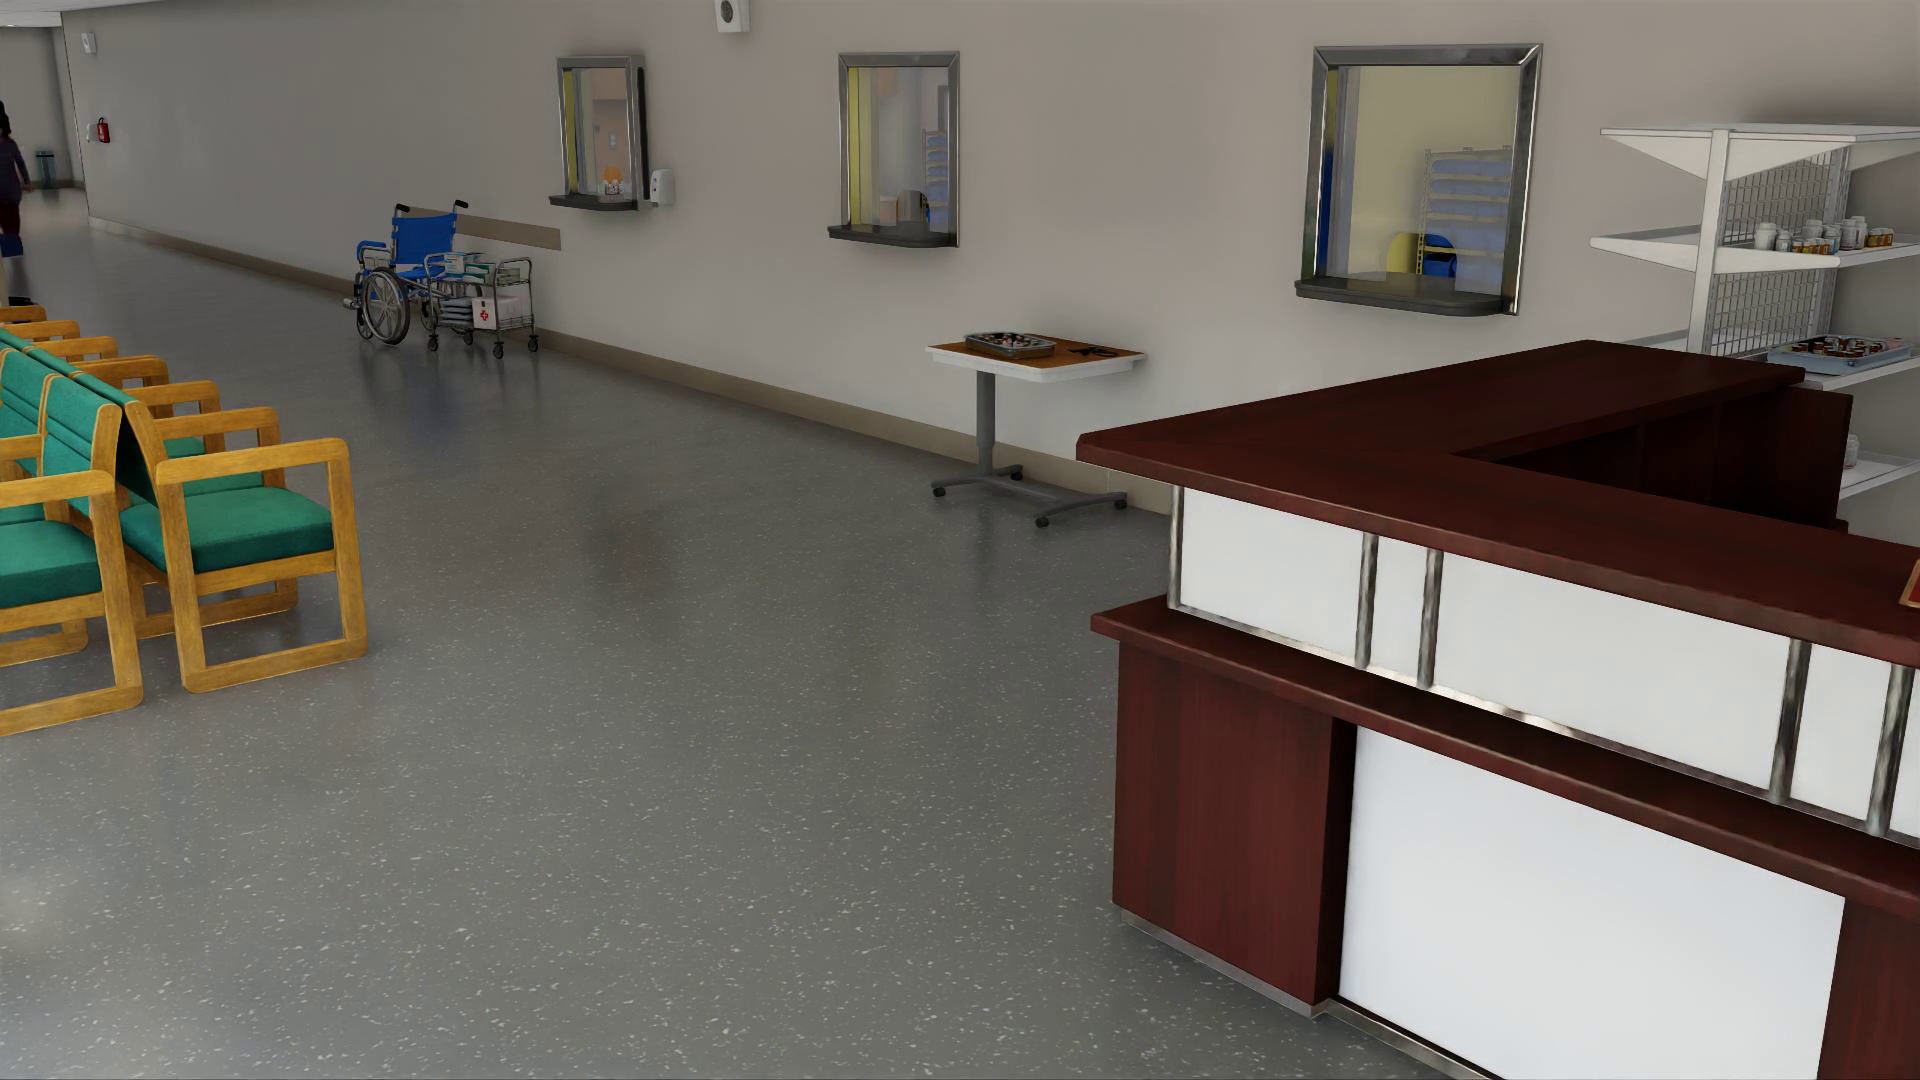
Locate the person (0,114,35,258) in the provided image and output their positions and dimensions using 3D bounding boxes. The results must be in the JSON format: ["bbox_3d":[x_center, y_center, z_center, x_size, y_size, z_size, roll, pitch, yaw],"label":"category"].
[{"bbox_3d":[-11.490,-4.237,19.977,0.975,1.670,0.754,-13,21,-39],"label":"person"}]

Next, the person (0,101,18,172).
[{"bbox_3d":[-17.569,-7.228,30.537,0.728,1.696,0.631,4,16,15],"label":"person"}]
